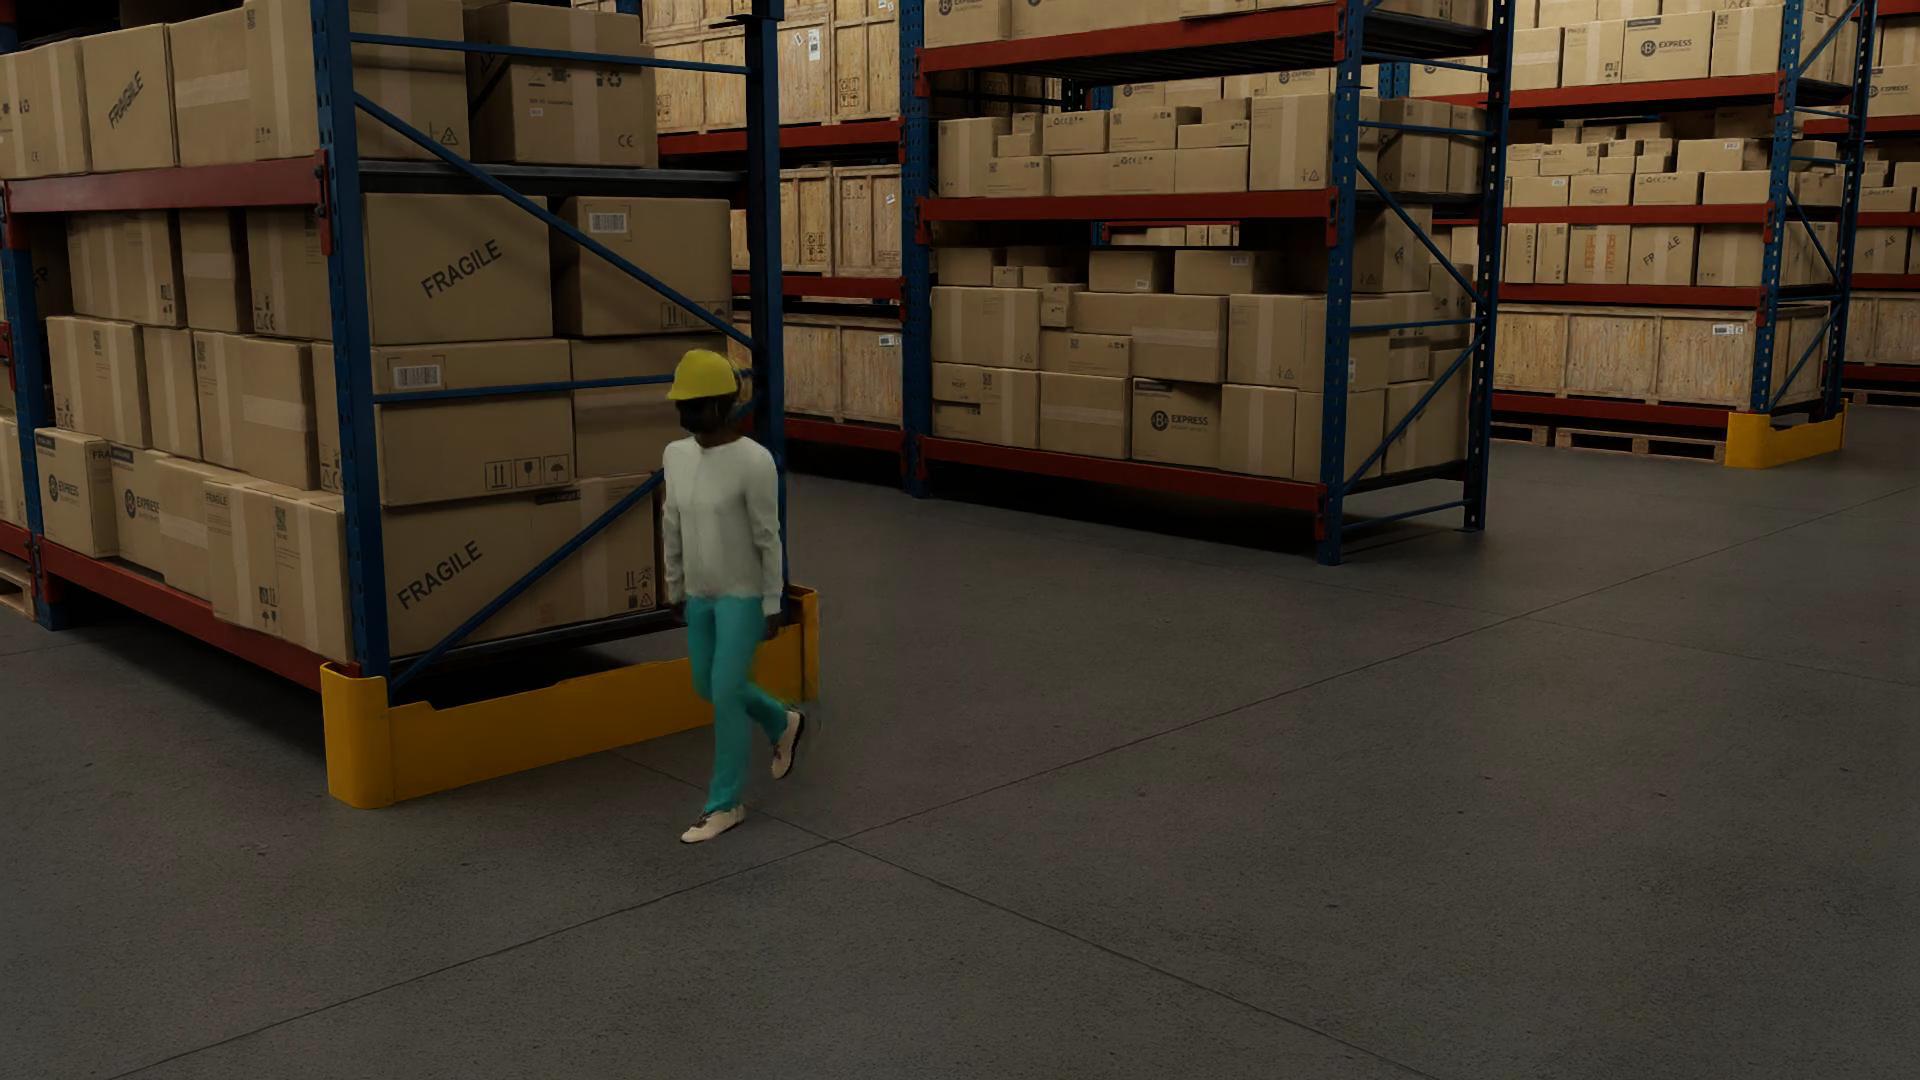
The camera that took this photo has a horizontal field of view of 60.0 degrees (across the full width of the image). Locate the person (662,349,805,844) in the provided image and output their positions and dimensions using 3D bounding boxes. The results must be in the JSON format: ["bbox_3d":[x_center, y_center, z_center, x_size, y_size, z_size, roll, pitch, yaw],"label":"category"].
[{"bbox_3d":[-0.801,0.170,6.046,0.534,1.746,0.709,8,13,36],"label":"person"}]
